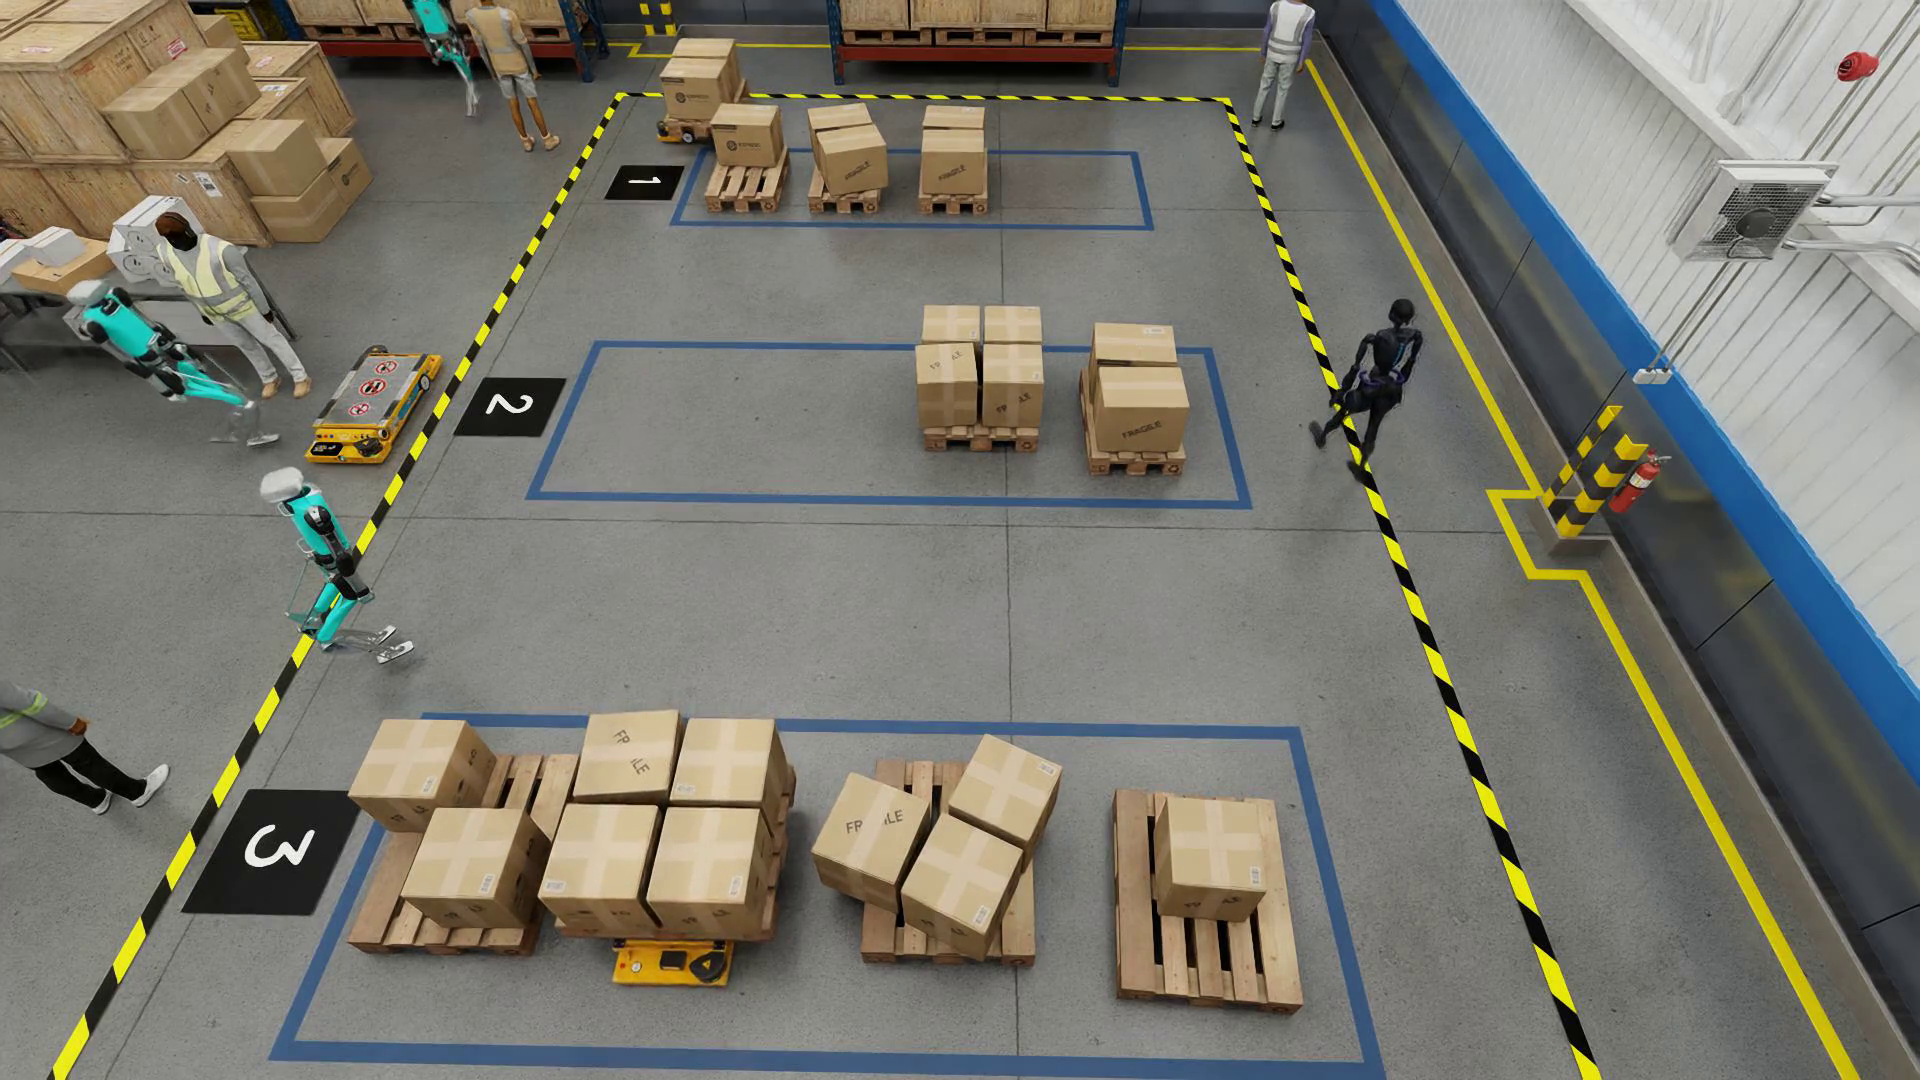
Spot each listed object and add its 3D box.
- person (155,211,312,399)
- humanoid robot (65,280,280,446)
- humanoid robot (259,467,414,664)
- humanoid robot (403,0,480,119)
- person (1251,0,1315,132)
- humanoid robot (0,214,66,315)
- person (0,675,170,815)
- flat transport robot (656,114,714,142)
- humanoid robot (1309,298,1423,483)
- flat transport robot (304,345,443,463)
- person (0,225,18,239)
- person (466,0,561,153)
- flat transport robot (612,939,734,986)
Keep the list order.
[{"bbox_3d":[-6.398,-2.035,8.066,0.622,1.837,0.429,-3,50,-3],"label":"person"},{"bbox_3d":[-6.302,-1.380,7.598,0.920,1.764,0.557,-5,50,-4],"label":"humanoid robot"},{"bbox_3d":[-4.277,0.287,6.074,0.533,1.677,0.735,35,58,26],"label":"humanoid robot"},{"bbox_3d":[-6.540,-6.337,11.765,0.548,1.729,1.040,-5,50,-4],"label":"humanoid robot"},{"bbox_3d":[4.062,-6.094,11.498,0.602,1.830,0.404,27,55,21],"label":"person"},{"bbox_3d":[-9.505,-2.947,8.934,0.340,1.656,0.588,1,50,1],"label":"humanoid robot"},{"bbox_3d":[-5.540,1.091,5.406,0.587,1.853,0.374,-7,50,-6],"label":"person"},{"bbox_3d":[-3.181,-5.443,11.954,1.431,0.197,0.652,1,50,1],"label":"flat transport robot"},{"bbox_3d":[3.378,-1.272,7.537,0.611,1.625,0.722,-7,50,-6],"label":"humanoid robot"},{"bbox_3d":[-5.383,-1.269,8.441,0.659,0.231,1.431,1,50,1],"label":"flat transport robot"},{"bbox_3d":[-9.988,-3.349,9.120,0.372,1.917,0.593,6,50,5],"label":"person"},{"bbox_3d":[-5.407,-5.713,11.038,0.607,2.048,0.365,-2,50,-1],"label":"person"},{"bbox_3d":[-1.659,1.970,5.682,0.652,0.197,1.431,1,50,1],"label":"flat transport robot"}]
